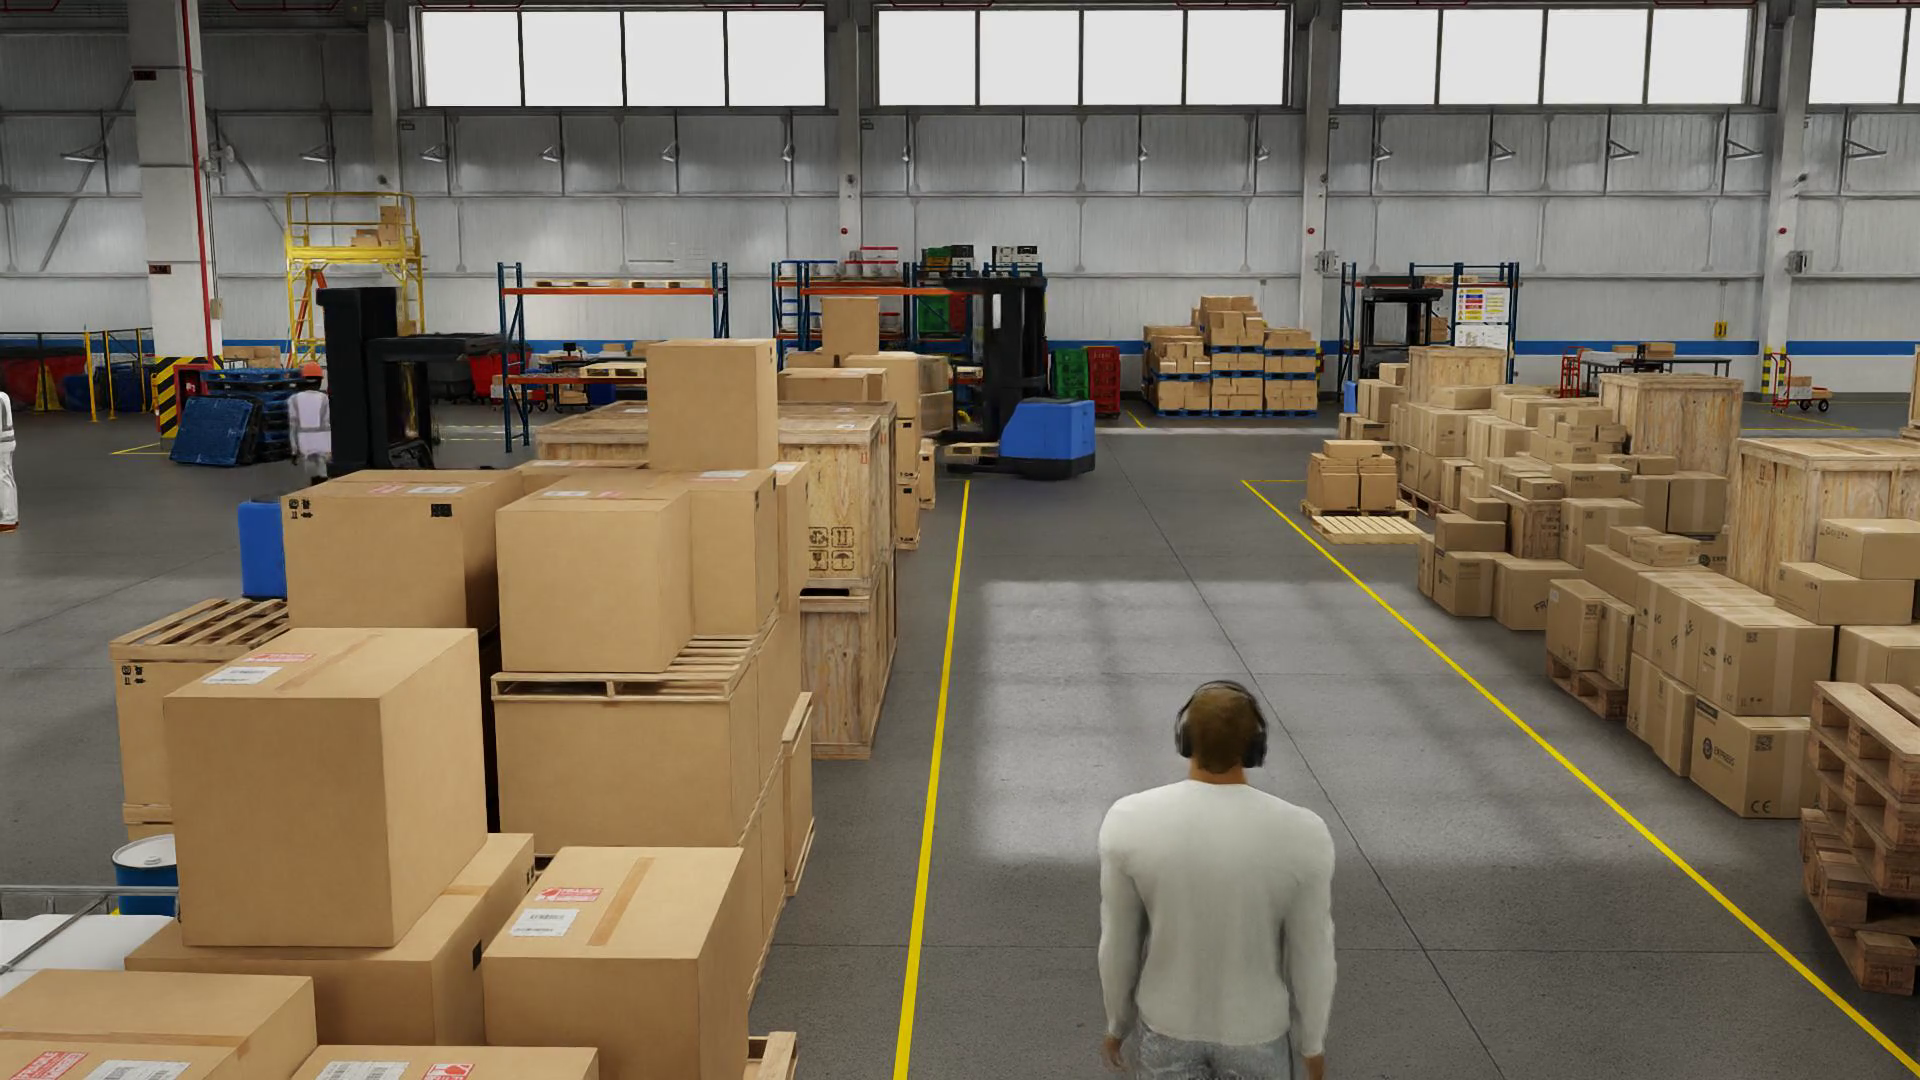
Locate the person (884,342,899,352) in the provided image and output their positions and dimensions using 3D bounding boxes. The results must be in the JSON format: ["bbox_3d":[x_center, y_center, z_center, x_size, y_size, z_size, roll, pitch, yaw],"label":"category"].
[{"bbox_3d":[-1.007,-1.897,23.952,1.008,1.891,0.651,-6,11,-31],"label":"person"}]

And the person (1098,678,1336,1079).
[{"bbox_3d":[0.690,1.326,4.505,0.635,1.937,0.353,3,10,15],"label":"person"}]

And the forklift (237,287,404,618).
[{"bbox_3d":[-4.964,-0.712,13.900,1.873,2.768,1.129,0,9,1],"label":"forklift"}]

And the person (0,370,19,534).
[{"bbox_3d":[-10.807,-1.011,18.674,0.355,1.882,0.576,-4,10,-21],"label":"person"}]

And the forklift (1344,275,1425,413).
[{"bbox_3d":[6.827,-2.810,26.466,1.129,2.768,1.873,0,9,1],"label":"forklift"}]

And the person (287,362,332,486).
[{"bbox_3d":[-7.227,-1.040,18.738,0.580,1.927,0.489,0,9,-2],"label":"person"}]

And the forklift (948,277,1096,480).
[{"bbox_3d":[0.909,-2.330,23.591,1.873,2.768,1.129,5,11,27],"label":"forklift"}]
